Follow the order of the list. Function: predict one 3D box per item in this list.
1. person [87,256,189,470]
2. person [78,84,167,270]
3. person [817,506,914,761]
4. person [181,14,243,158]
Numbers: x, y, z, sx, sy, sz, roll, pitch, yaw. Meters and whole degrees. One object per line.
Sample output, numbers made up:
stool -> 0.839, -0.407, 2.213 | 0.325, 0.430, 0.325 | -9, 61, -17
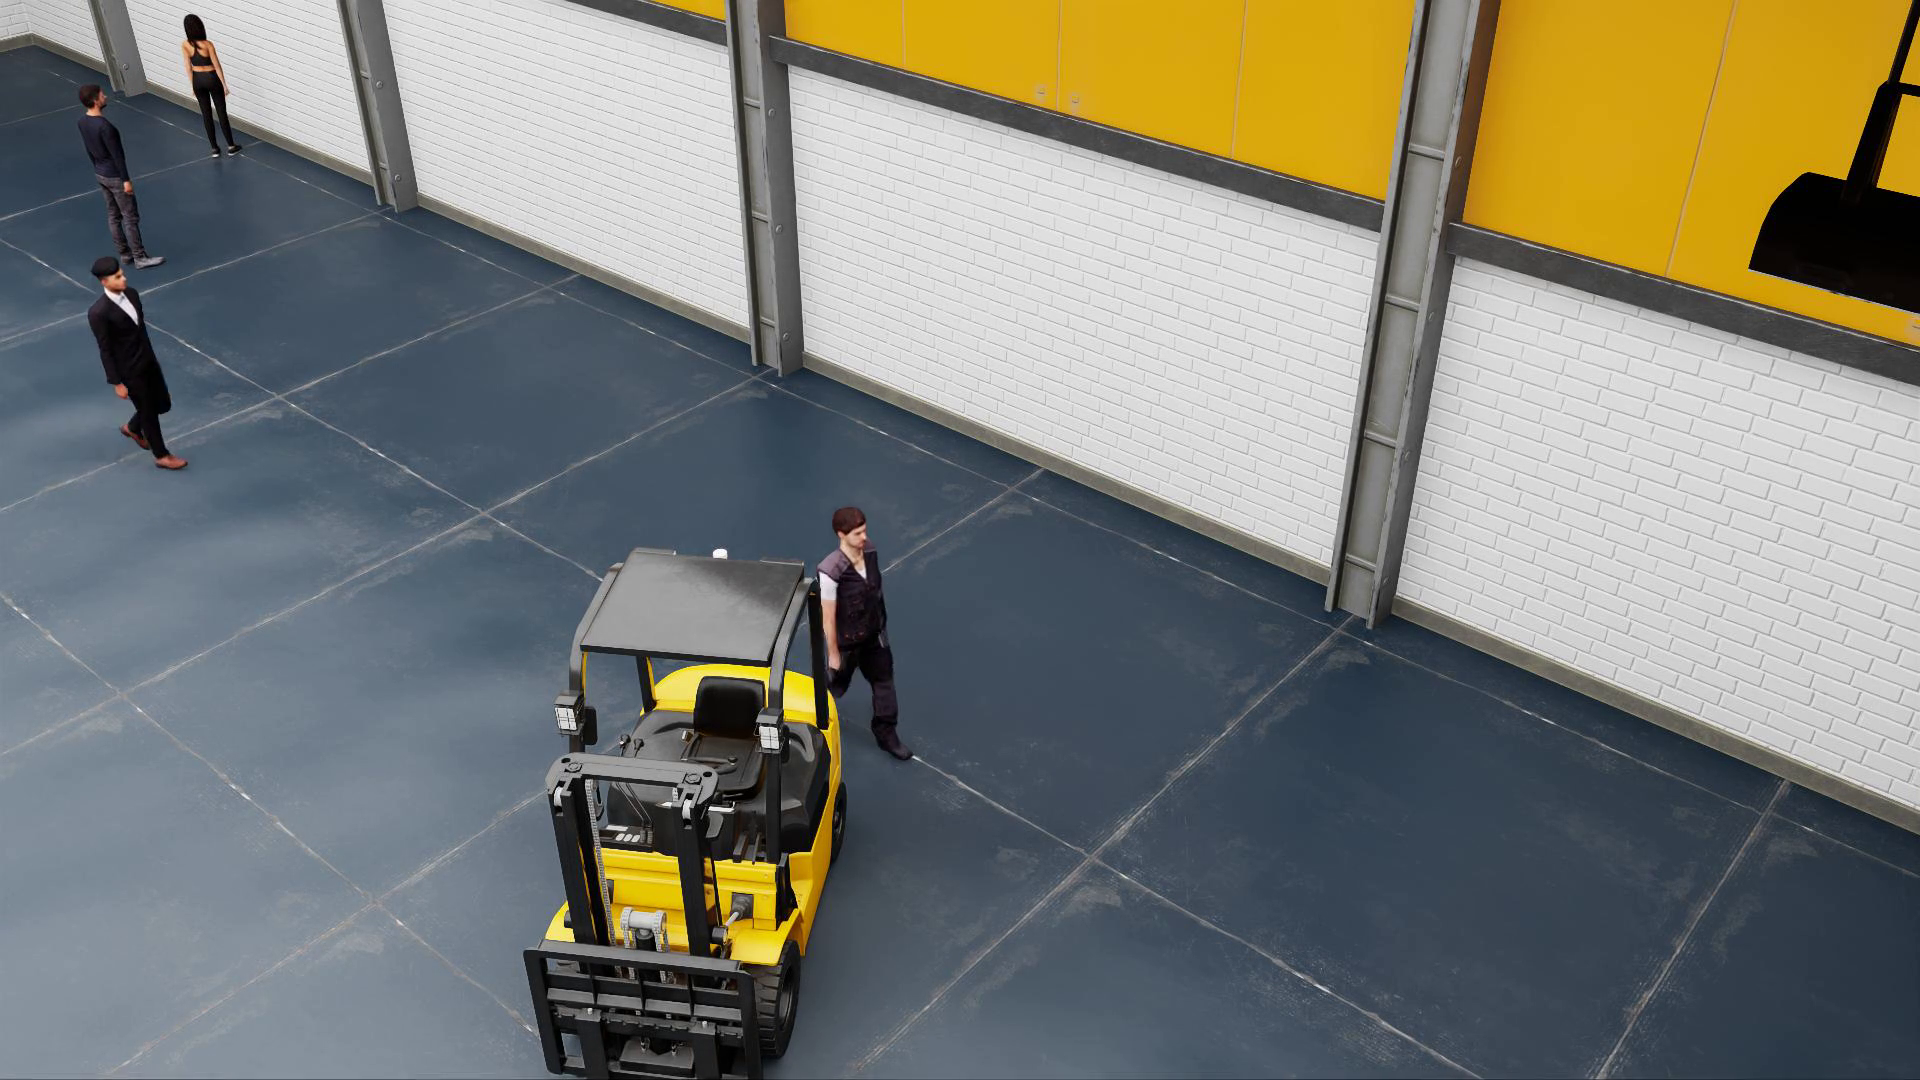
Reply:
person -> -6.726, -1.410, 13.380 | 0.983, 1.869, 0.893 | 8, 34, 12
person -> -8.538, -3.659, 16.763 | 0.513, 1.869, 0.704 | 20, 39, 28
person -> -0.746, 0.559, 10.466 | 1.126, 1.816, 0.667 | 25, 41, 32
person -> -8.812, -5.319, 19.468 | 0.643, 1.641, 0.693 | -4, 34, -6
